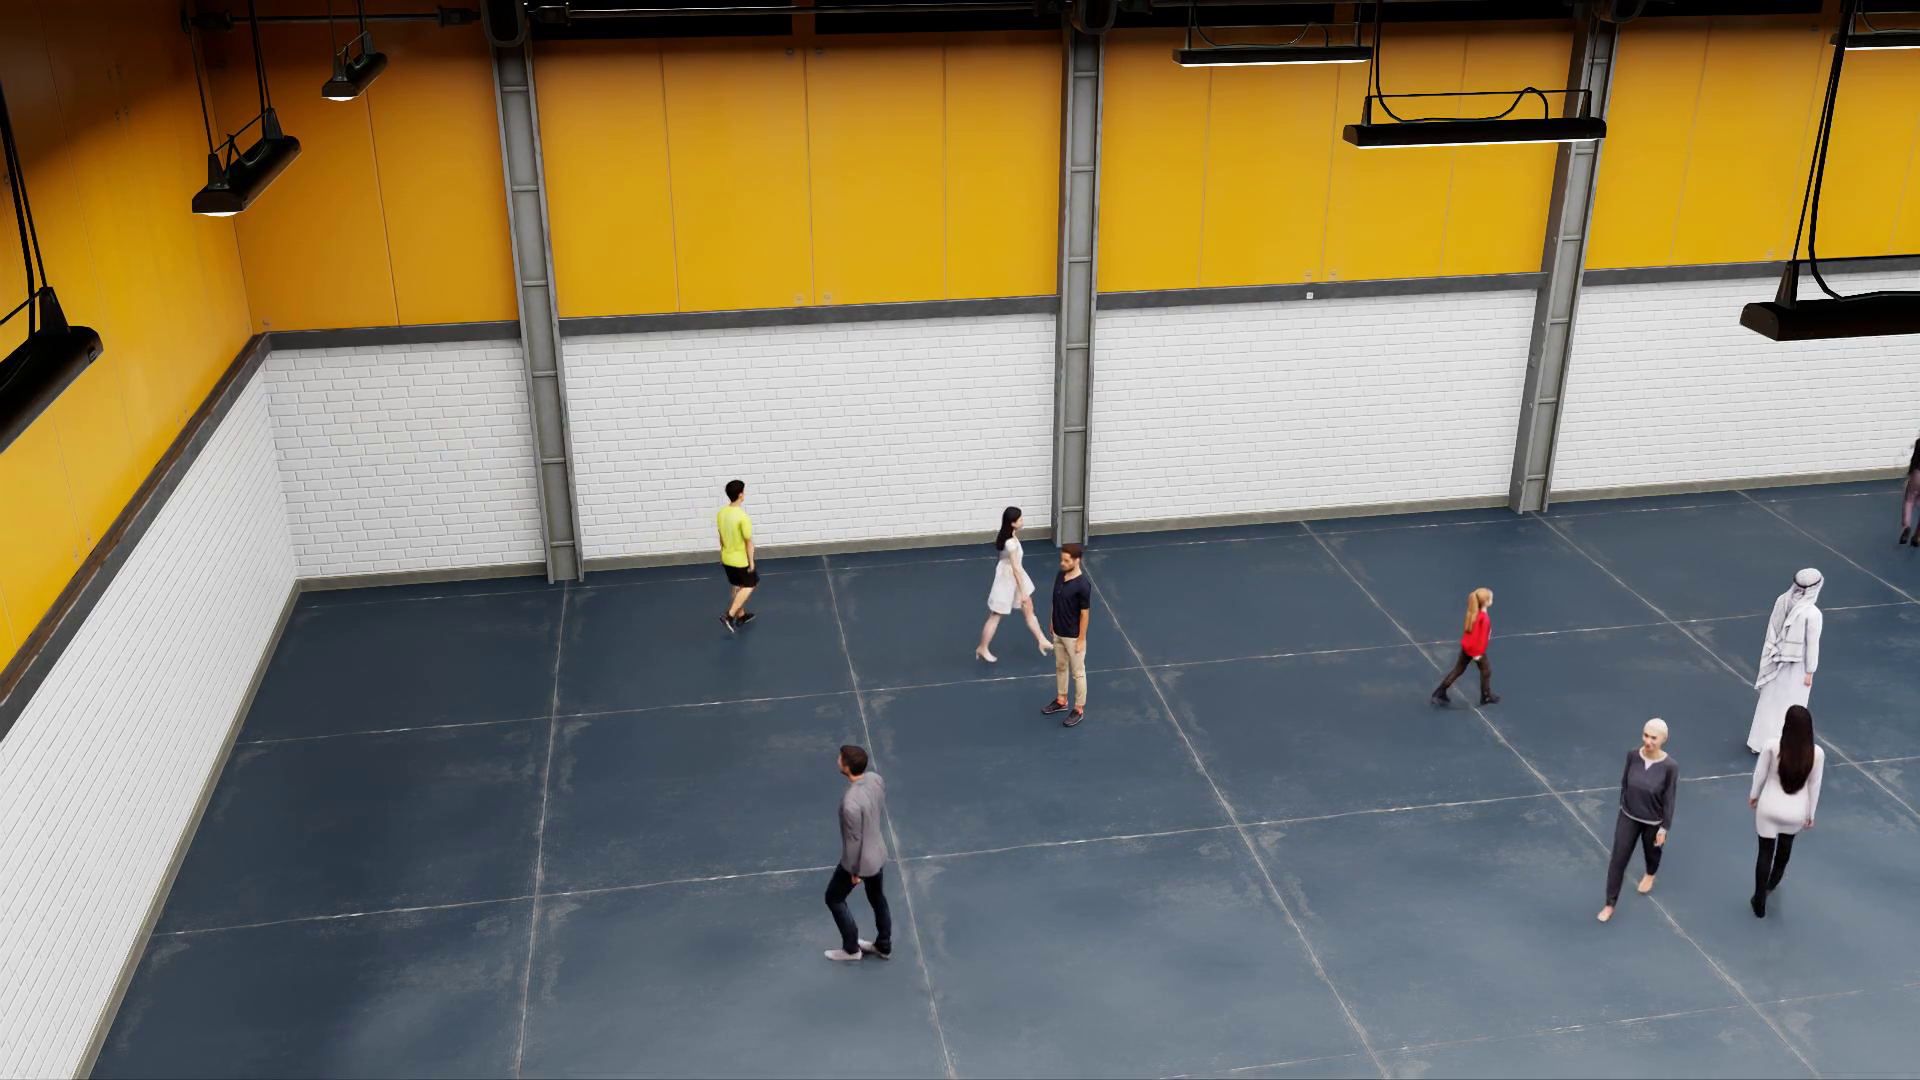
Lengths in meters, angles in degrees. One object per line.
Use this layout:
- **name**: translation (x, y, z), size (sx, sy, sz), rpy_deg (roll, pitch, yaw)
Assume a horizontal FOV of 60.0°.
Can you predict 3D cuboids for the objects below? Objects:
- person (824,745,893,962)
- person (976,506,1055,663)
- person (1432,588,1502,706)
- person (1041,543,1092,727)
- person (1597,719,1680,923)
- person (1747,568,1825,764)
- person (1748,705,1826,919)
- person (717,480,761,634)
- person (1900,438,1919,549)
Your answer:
- **person**: translation (-0.665, 2.399, 12.501), size (0.892, 1.854, 0.846), rpy_deg (13, 27, 27)
- **person**: translation (0.407, 0.502, 16.991), size (1.139, 1.735, 0.698), rpy_deg (-2, 24, -5)
- **person**: translation (4.972, 1.071, 16.280), size (0.924, 1.261, 0.521), rpy_deg (-6, 24, -13)
- **person**: translation (1.057, 0.878, 15.981), size (0.687, 1.854, 0.705), rpy_deg (-17, 29, -34)
- **person**: translation (5.480, 2.170, 13.231), size (1.050, 1.690, 1.147), rpy_deg (18, 30, 36)
- **person**: translation (7.627, 1.138, 15.297), size (0.687, 1.926, 0.739), rpy_deg (-9, 25, -19)
- **person**: translation (6.458, 2.179, 13.091), size (0.952, 1.786, 0.952), rpy_deg (9, 25, 20)
- **person**: translation (-2.419, 0.200, 17.730), size (0.923, 1.697, 0.983), rpy_deg (16, 28, 32)
- **person**: translation (11.405, -0.632, 19.681), size (0.828, 1.659, 0.893), rpy_deg (18, 29, 35)
